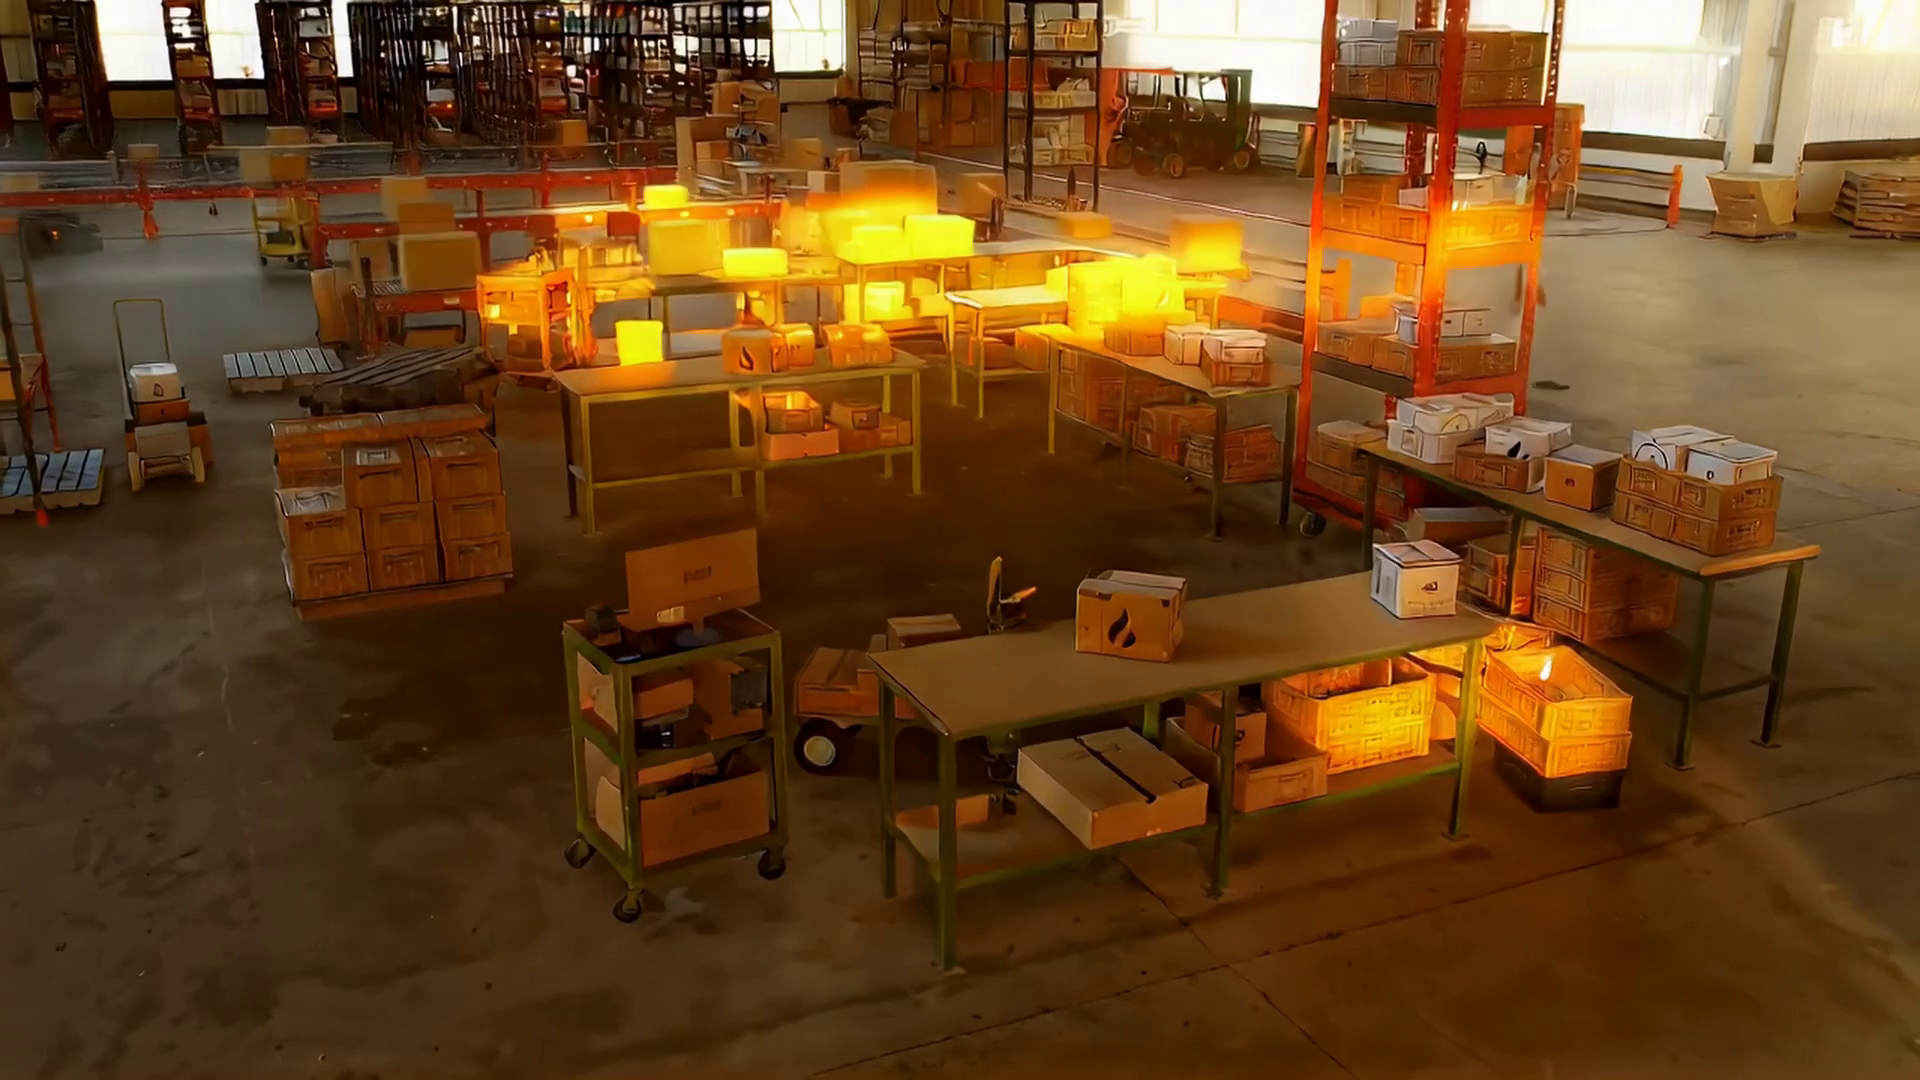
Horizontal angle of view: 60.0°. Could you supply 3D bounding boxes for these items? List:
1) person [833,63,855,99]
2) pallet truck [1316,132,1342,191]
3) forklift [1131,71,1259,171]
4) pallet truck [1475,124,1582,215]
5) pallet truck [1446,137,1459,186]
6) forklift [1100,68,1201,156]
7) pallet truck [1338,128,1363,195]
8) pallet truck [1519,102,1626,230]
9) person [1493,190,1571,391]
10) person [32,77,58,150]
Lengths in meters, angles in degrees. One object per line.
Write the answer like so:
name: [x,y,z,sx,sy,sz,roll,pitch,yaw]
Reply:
person: [-3.295,-12.523,47.245,0.635,1.976,0.513,2,18,7]
pallet truck: [7.723,-7.504,32.656,1.601,1.201,0.680,-8,19,-23]
forklift: [4.998,-8.936,35.413,2.680,1.987,1.157,-9,20,-25]
pallet truck: [9.707,-6.455,28.103,1.885,1.965,0.823,-7,19,-20]
pallet truck: [9.184,-6.485,29.328,1.630,1.274,0.653,-8,19,-23]
forklift: [4.082,-9.564,37.410,2.680,1.987,1.157,-8,19,-23]
pallet truck: [7.845,-7.140,31.411,1.522,1.261,0.704,-9,20,-25]
pallet truck: [9.972,-6.037,26.785,1.885,1.965,0.823,-9,20,-25]
person: [5.159,-2.300,15.292,0.957,1.836,0.520,6,18,17]
person: [-23.212,-10.861,42.292,0.591,1.815,0.640,-11,21,-31]
